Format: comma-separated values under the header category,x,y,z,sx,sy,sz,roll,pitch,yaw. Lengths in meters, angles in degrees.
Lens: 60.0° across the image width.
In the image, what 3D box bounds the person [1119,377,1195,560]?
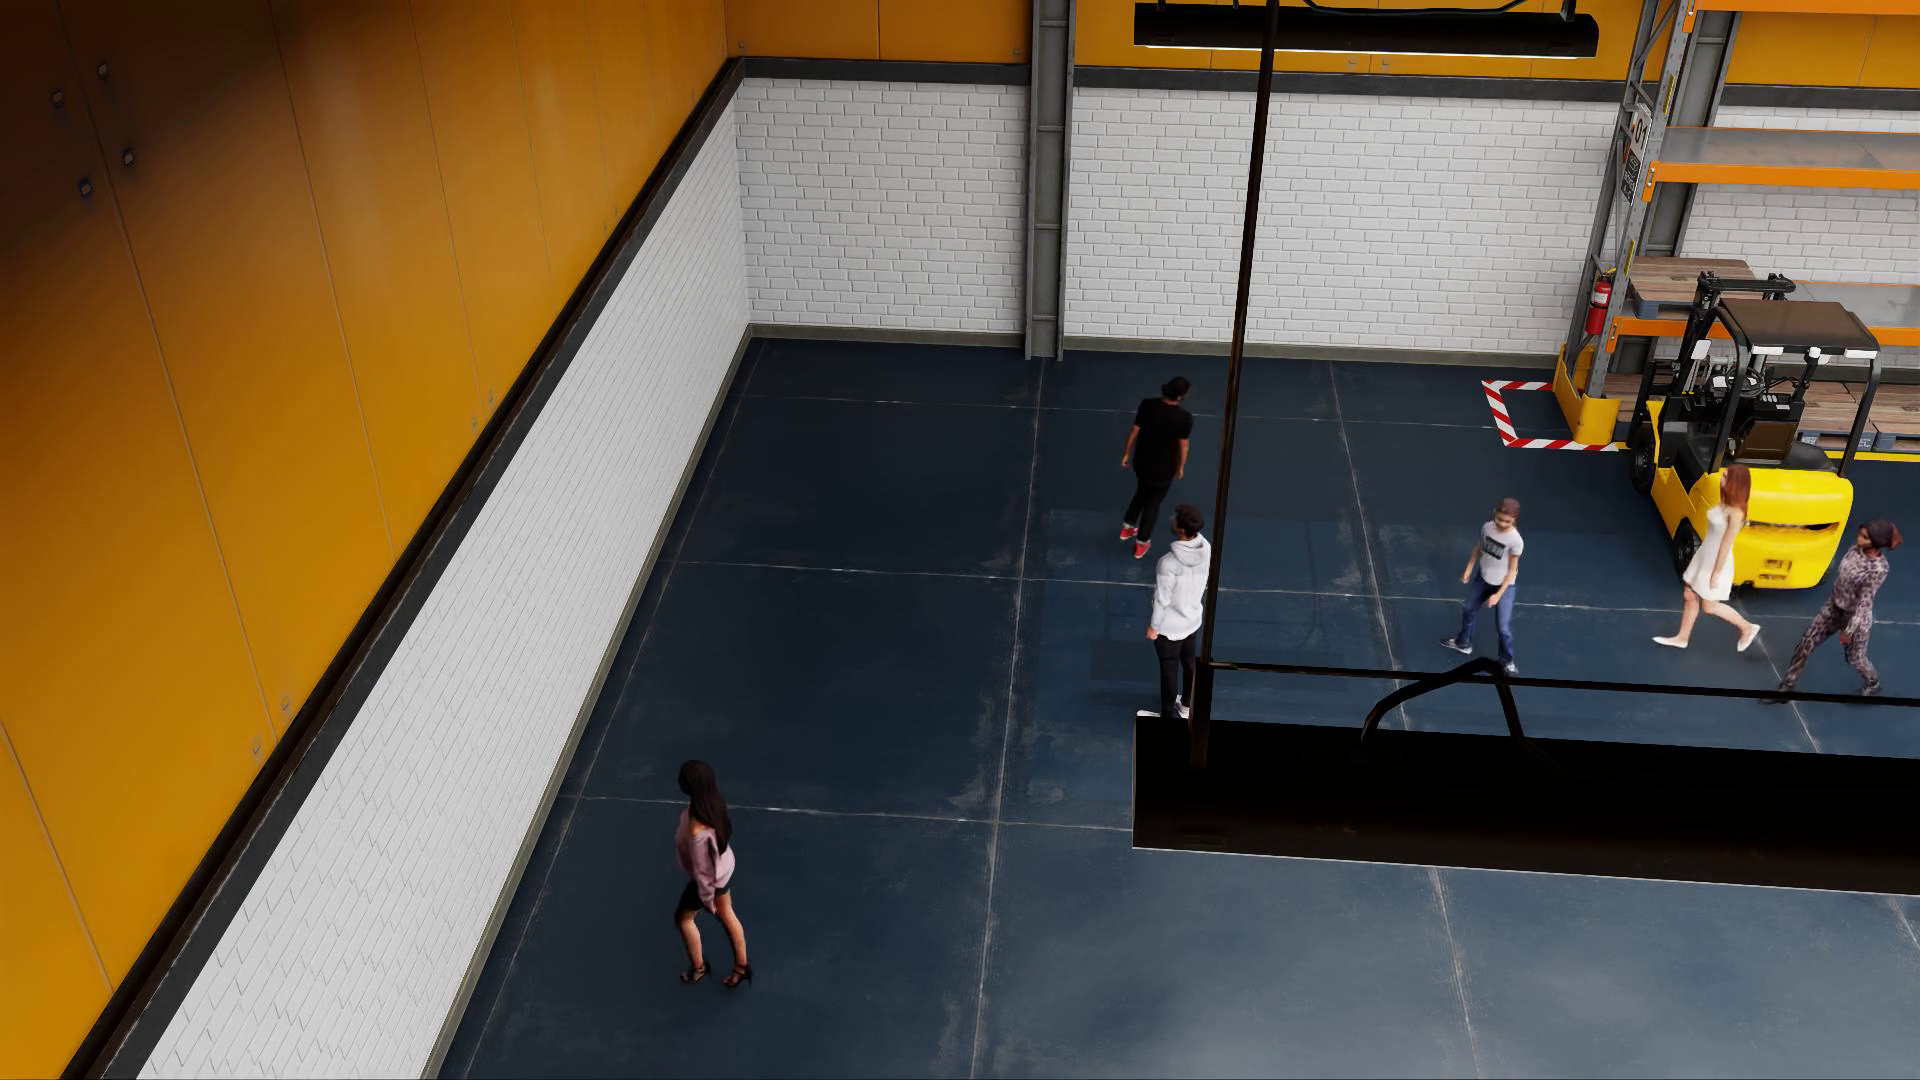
category,x,y,z,sx,sy,sz,roll,pitch,yaw
person,1.619,-0.613,14.044,0.750,1.715,0.896,9,35,14

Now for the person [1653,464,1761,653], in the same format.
category,x,y,z,sx,sy,sz,roll,pitch,yaw
person,5.927,0.183,12.866,0.969,1.693,0.621,5,34,7

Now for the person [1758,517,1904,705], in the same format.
category,x,y,z,sx,sy,sz,roll,pitch,yaw
person,6.646,0.581,12.286,1.216,1.673,0.749,-3,34,-5

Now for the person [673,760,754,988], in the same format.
category,x,y,z,sx,sy,sz,roll,pitch,yaw
person,-1.407,2.042,9.979,0.719,1.793,0.665,7,34,11

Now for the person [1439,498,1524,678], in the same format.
category,x,y,z,sx,sy,sz,roll,pitch,yaw
person,4.094,0.292,12.837,0.905,1.544,0.903,-11,35,-16

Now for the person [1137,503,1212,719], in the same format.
category,x,y,z,sx,sy,sz,roll,pitch,yaw
person,1.598,0.561,12.085,0.781,1.930,0.823,-29,43,-36
